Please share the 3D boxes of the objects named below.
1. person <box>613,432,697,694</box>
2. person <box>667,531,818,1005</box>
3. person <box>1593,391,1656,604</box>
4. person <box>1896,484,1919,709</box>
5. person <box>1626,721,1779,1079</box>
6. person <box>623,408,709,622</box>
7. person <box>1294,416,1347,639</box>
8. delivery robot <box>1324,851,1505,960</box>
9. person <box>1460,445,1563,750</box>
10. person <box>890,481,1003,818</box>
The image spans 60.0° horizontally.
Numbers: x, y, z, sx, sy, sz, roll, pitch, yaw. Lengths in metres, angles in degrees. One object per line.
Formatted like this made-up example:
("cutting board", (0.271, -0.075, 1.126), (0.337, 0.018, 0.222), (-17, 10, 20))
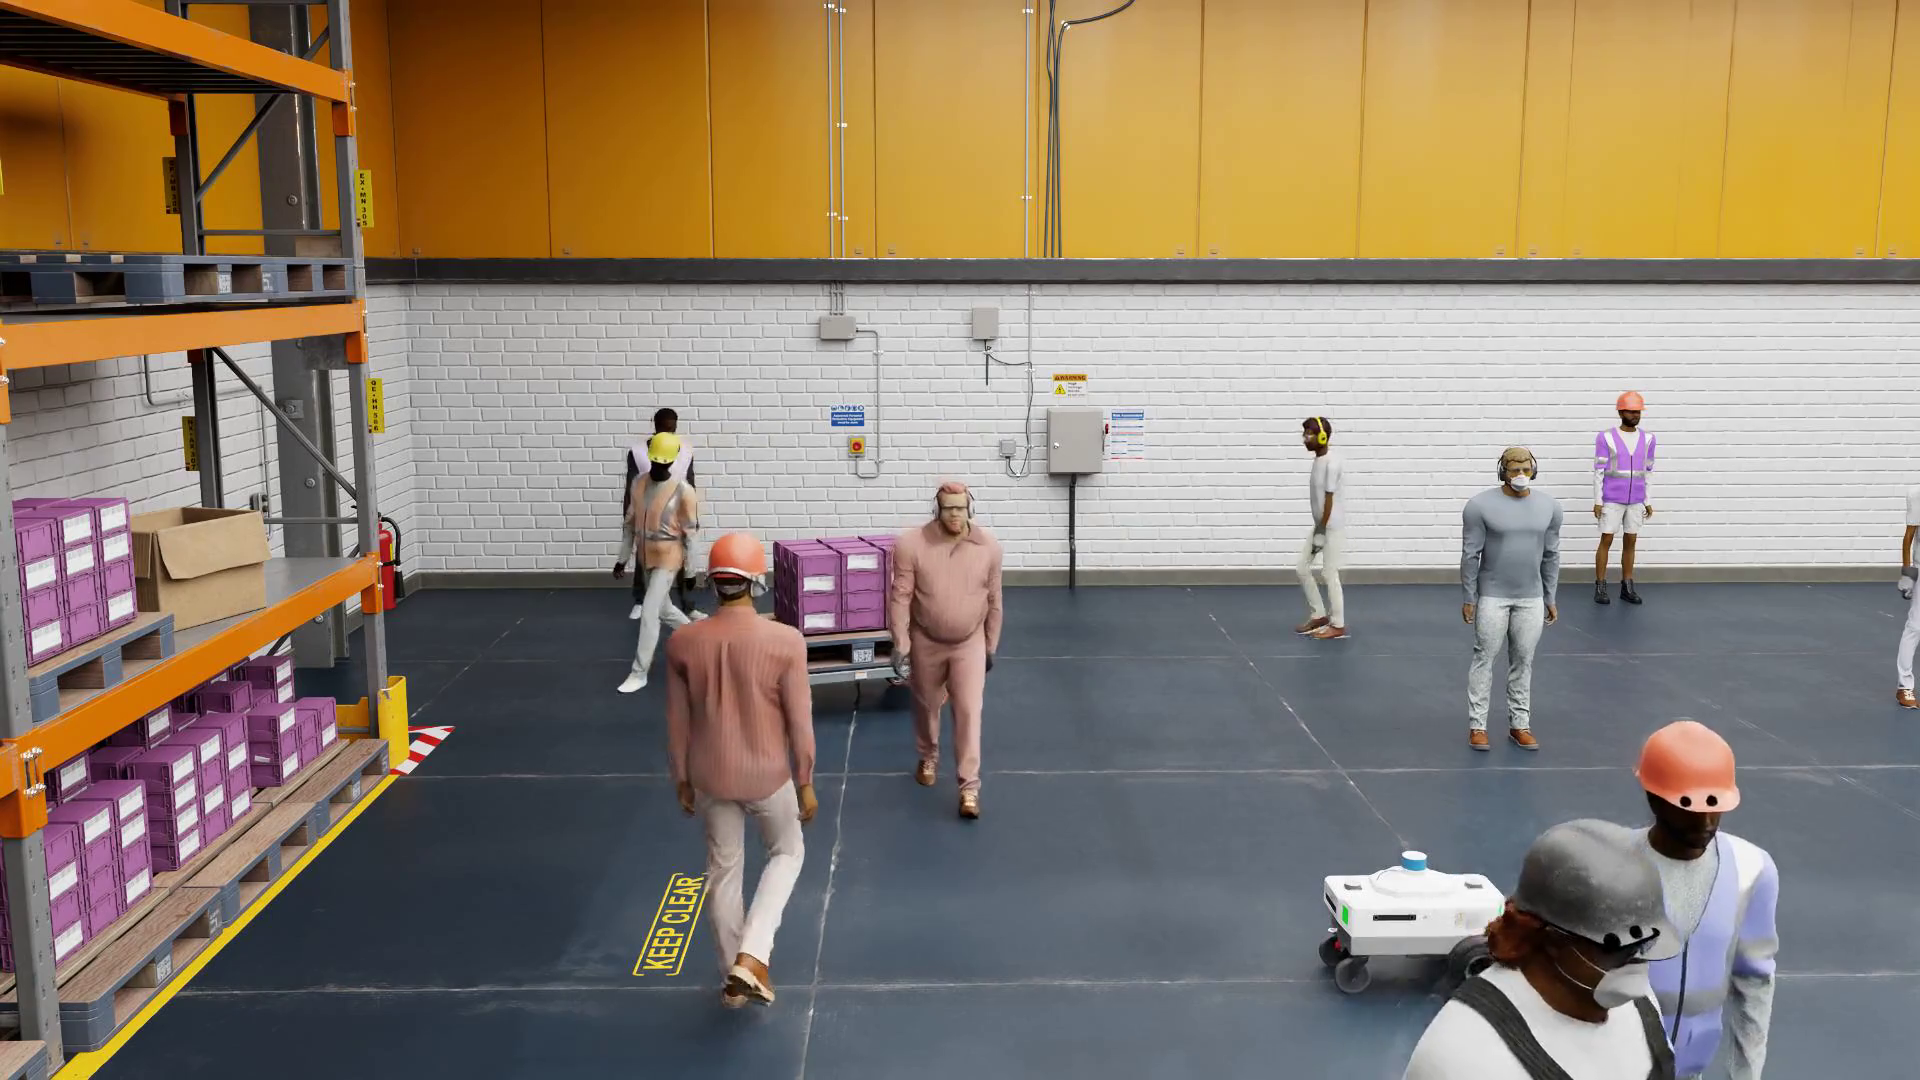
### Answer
("person", (-2.136, 0.129, 12.110), (0.657, 1.883, 0.897), (8, 12, 40))
("person", (-0.889, 0.950, 6.774), (0.642, 1.980, 0.470), (2, 10, 13))
("person", (6.017, -0.383, 15.077), (0.548, 1.942, 0.347), (0, 9, -1))
("person", (6.761, 0.238, 11.488), (0.526, 1.871, 0.324), (0, 9, -1))
("person", (1.892, 1.371, 4.556), (0.551, 1.882, 0.975), (0, 9, -1))
("person", (-2.530, -0.198, 14.196), (0.698, 1.854, 0.971), (-5, 11, -30))
("person", (2.951, -0.086, 13.586), (0.525, 1.844, 0.507), (-2, 9, -10))
("delivery robot", (1.919, 1.568, 7.068), (0.707, 0.478, 0.477), (0, 9, -1))
("person", (3.468, 0.366, 10.495), (0.633, 1.939, 0.368), (0, 9, -1))
("person", (-0.075, 0.580, 9.456), (0.655, 1.857, 1.018), (-1, 9, -5))
